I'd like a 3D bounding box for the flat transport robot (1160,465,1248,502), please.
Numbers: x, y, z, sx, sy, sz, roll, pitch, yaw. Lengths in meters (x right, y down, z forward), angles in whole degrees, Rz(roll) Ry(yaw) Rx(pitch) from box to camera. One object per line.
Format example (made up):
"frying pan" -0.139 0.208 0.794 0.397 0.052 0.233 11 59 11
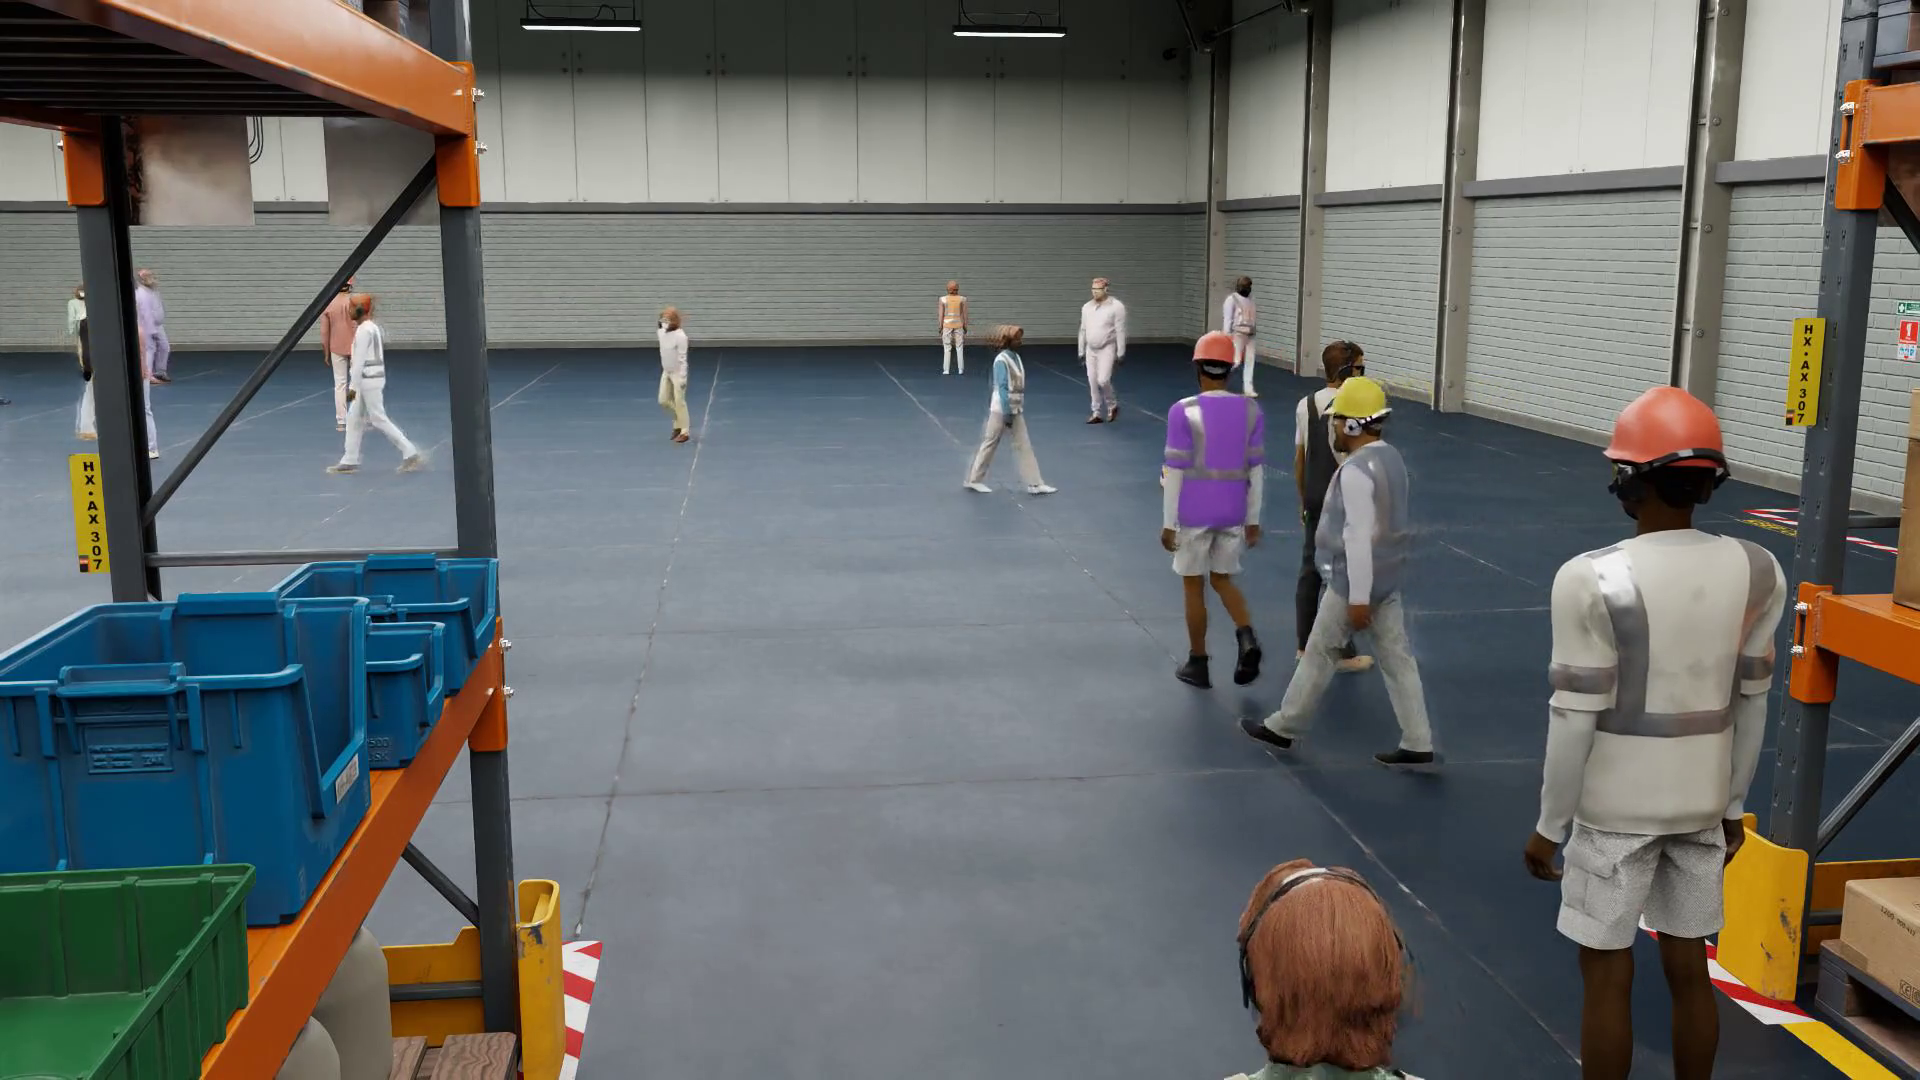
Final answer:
"flat transport robot" 2.263 -0.521 15.382 0.652 0.197 1.431 0 10 0

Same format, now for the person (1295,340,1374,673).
"person" 2.078 -0.184 9.233 0.343 1.840 0.507 -7 13 -35

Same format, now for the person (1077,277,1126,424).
"person" 1.790 -2.421 21.360 0.669 1.887 0.435 9 13 40

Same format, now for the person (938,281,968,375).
"person" -0.122 -3.698 29.043 0.524 1.639 0.306 -1 10 -8

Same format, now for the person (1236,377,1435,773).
"person" 1.774 0.153 7.552 0.947 1.779 0.609 7 12 33

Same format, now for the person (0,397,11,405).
"person" -13.959 -2.844 23.603 0.548 1.918 0.660 8 13 36

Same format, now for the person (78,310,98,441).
"person" -10.029 -2.063 19.655 0.919 1.796 0.642 -4 11 -19

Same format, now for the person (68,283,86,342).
"person" -14.926 -3.568 28.406 0.513 1.620 0.481 -4 11 -19

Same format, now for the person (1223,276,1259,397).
"person" 4.216 -3.077 25.149 0.632 1.821 0.731 -7 13 -34

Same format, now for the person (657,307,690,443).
"person" -3.330 -1.913 19.342 0.531 1.598 0.451 9 13 40

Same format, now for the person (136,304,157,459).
"person" -8.946 -1.745 17.993 0.322 1.766 0.527 -10 14 -42

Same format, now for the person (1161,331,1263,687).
"person" 1.347 -0.136 8.770 0.551 1.911 0.577 -4 11 -21

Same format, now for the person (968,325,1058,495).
"person" 0.453 -1.204 15.504 0.883 1.588 0.528 5 11 24

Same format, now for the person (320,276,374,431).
"person" -7.592 -2.344 20.647 0.612 1.995 0.377 -3 11 -17

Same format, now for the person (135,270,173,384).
"person" -13.204 -3.461 27.165 0.474 1.866 0.731 0 10 -3

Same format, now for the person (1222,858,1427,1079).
"person" 0.430 1.206 2.240 0.512 1.614 0.638 -2 10 -10

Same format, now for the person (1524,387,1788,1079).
"person" 1.691 0.644 4.139 0.605 2.044 0.375 -3 11 -14

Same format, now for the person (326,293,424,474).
"person" -5.968 -1.582 16.897 0.936 1.849 0.576 -3 11 -17
